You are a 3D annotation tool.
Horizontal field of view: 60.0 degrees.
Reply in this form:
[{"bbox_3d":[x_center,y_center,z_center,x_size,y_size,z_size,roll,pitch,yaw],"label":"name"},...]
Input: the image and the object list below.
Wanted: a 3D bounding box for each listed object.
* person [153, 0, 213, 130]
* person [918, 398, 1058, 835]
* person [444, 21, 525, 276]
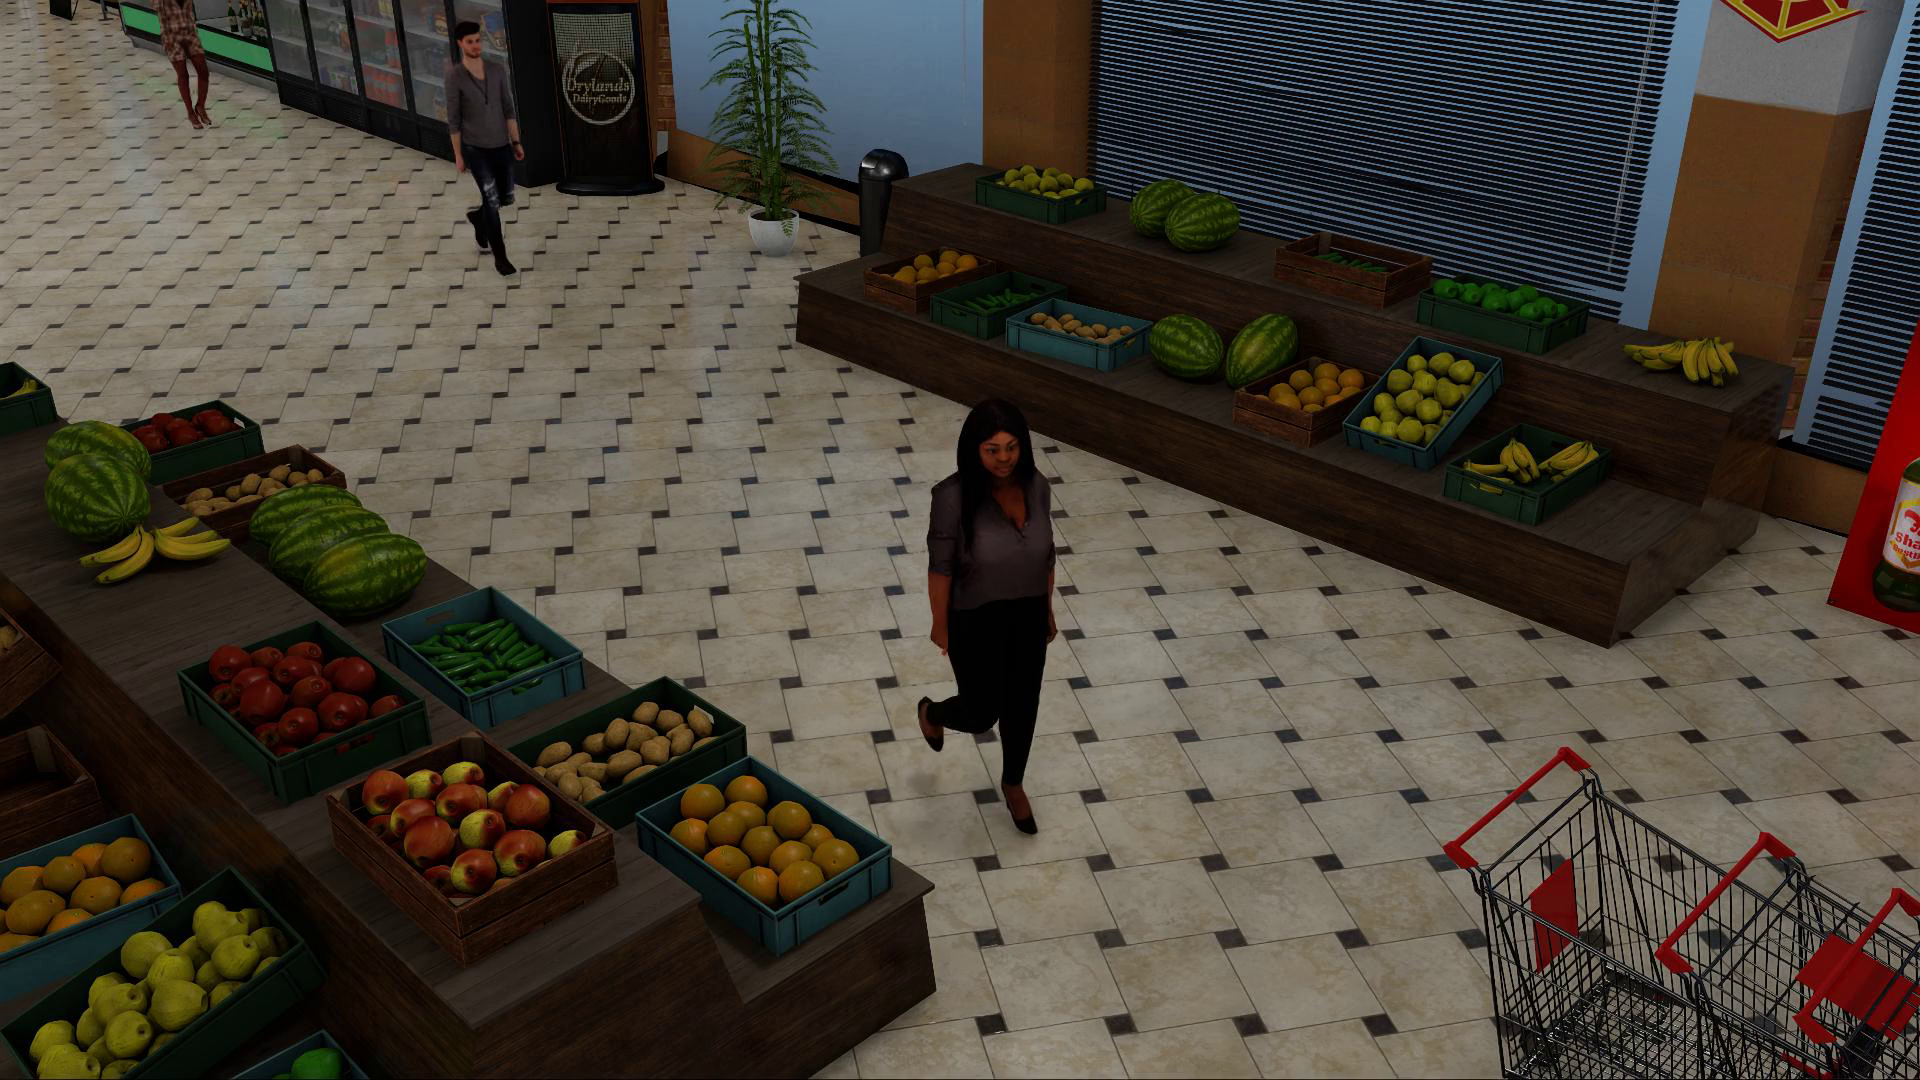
[{"bbox_3d":[-8.042,-5.116,17.063,0.597,1.781,0.579,22,34,37],"label":"person"},{"bbox_3d":[0.078,0.282,6.375,0.789,1.820,0.957,-16,31,-28],"label":"person"},{"bbox_3d":[-3.687,-3.033,12.848,0.683,1.878,1.079,-23,35,-38],"label":"person"}]
